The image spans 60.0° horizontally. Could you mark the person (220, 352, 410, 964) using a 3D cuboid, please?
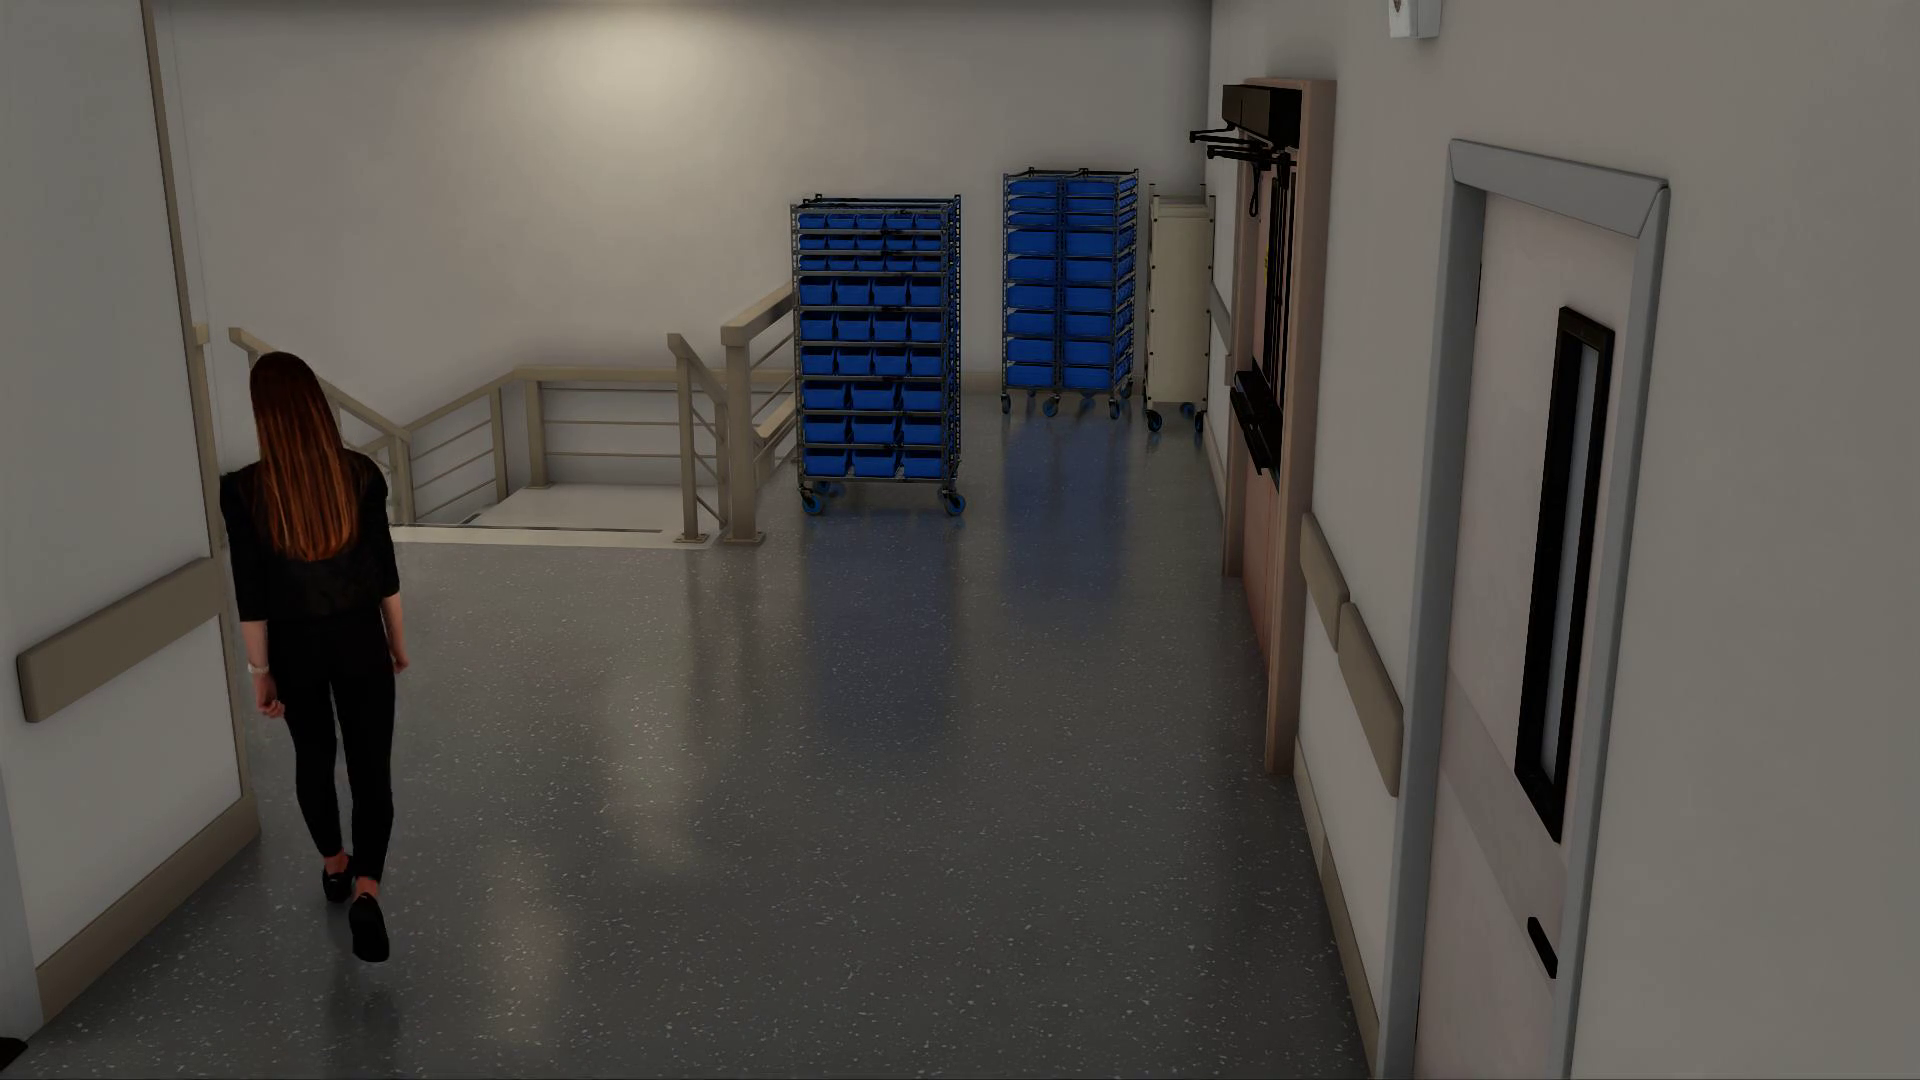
[{"bbox_3d":[-1.758,0.350,4.643,0.874,1.684,1.173,-5,16,-16],"label":"person"}]
